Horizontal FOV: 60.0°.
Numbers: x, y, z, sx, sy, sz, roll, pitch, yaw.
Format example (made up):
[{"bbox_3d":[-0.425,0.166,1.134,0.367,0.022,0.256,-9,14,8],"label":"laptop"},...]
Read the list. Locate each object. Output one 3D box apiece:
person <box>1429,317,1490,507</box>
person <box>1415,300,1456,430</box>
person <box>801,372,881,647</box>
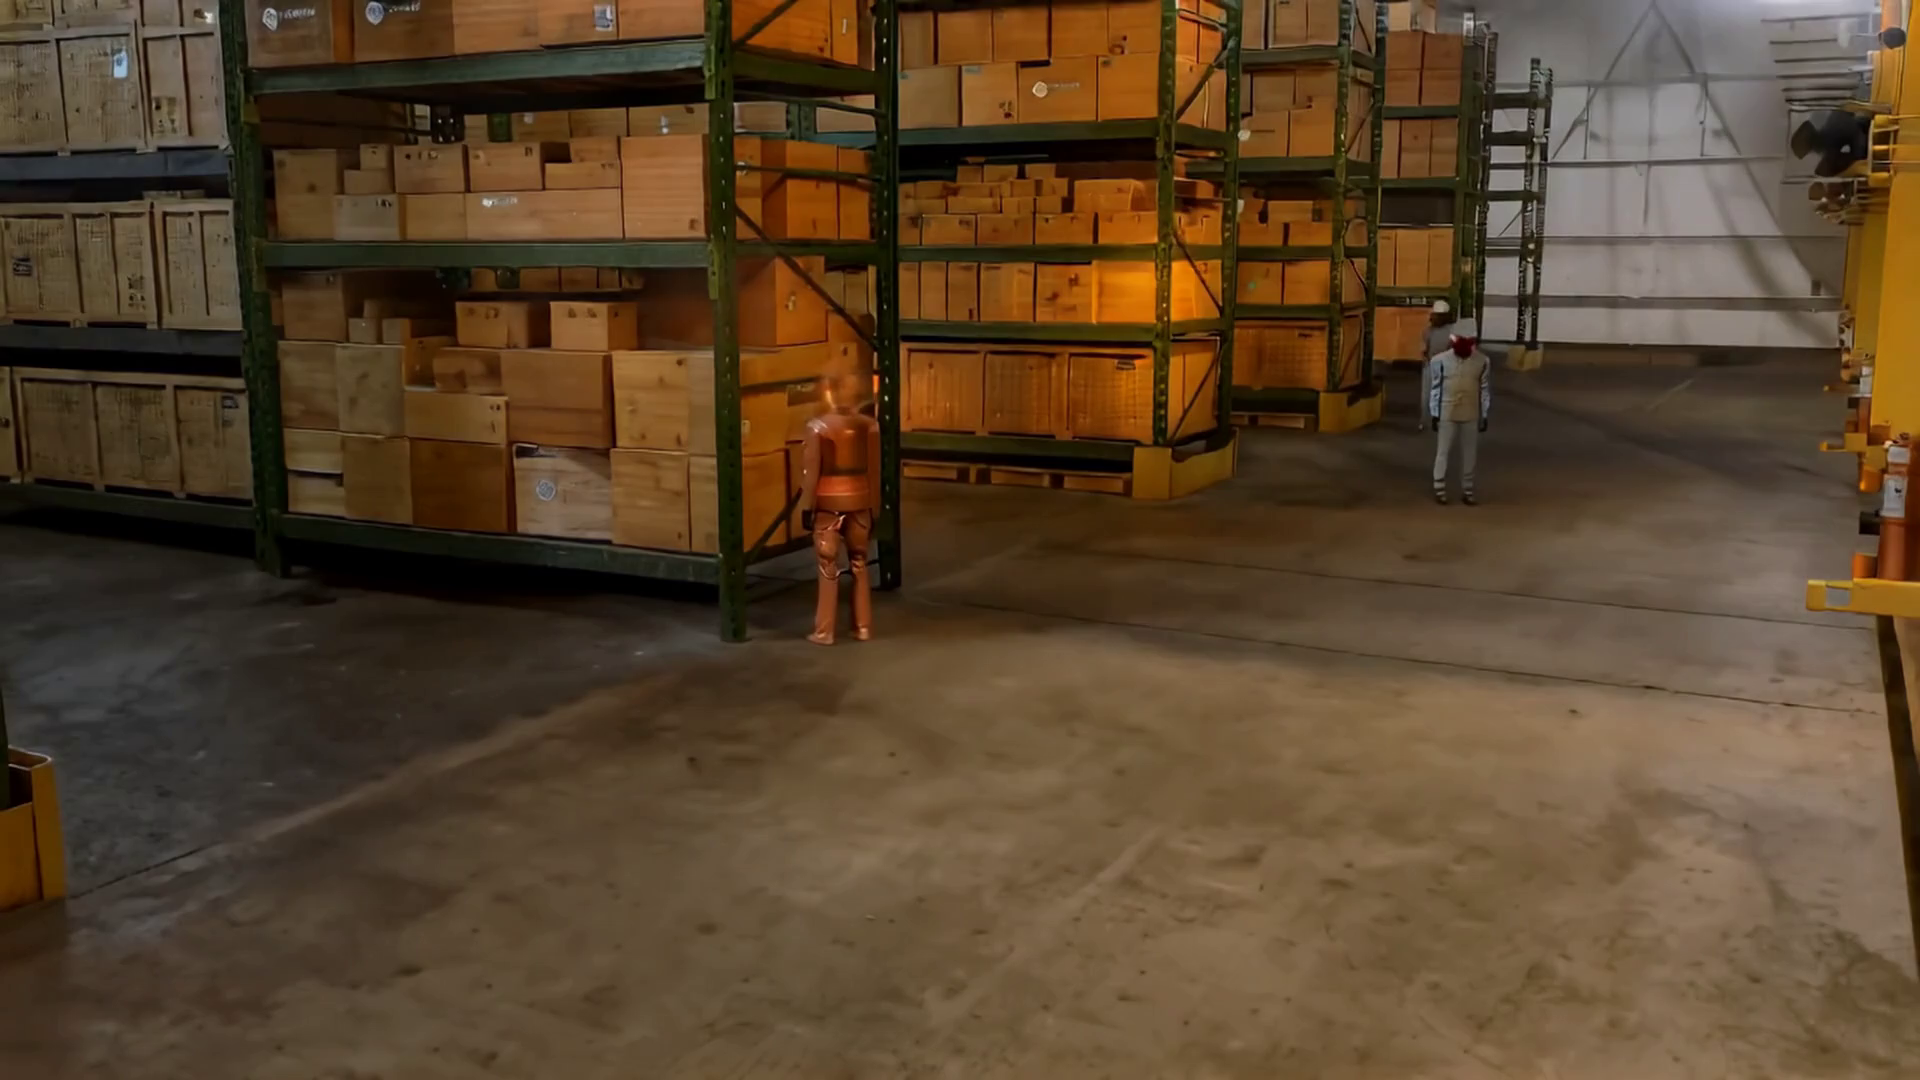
[{"bbox_3d":[4.601,-1.169,15.300,0.566,1.744,0.349,-1,10,-4],"label":"person"},{"bbox_3d":[6.230,-2.263,21.747,0.492,1.710,0.842,5,11,25],"label":"person"},{"bbox_3d":[-0.697,-0.180,9.905,0.525,1.632,0.312,-6,12,-33],"label":"person"}]
